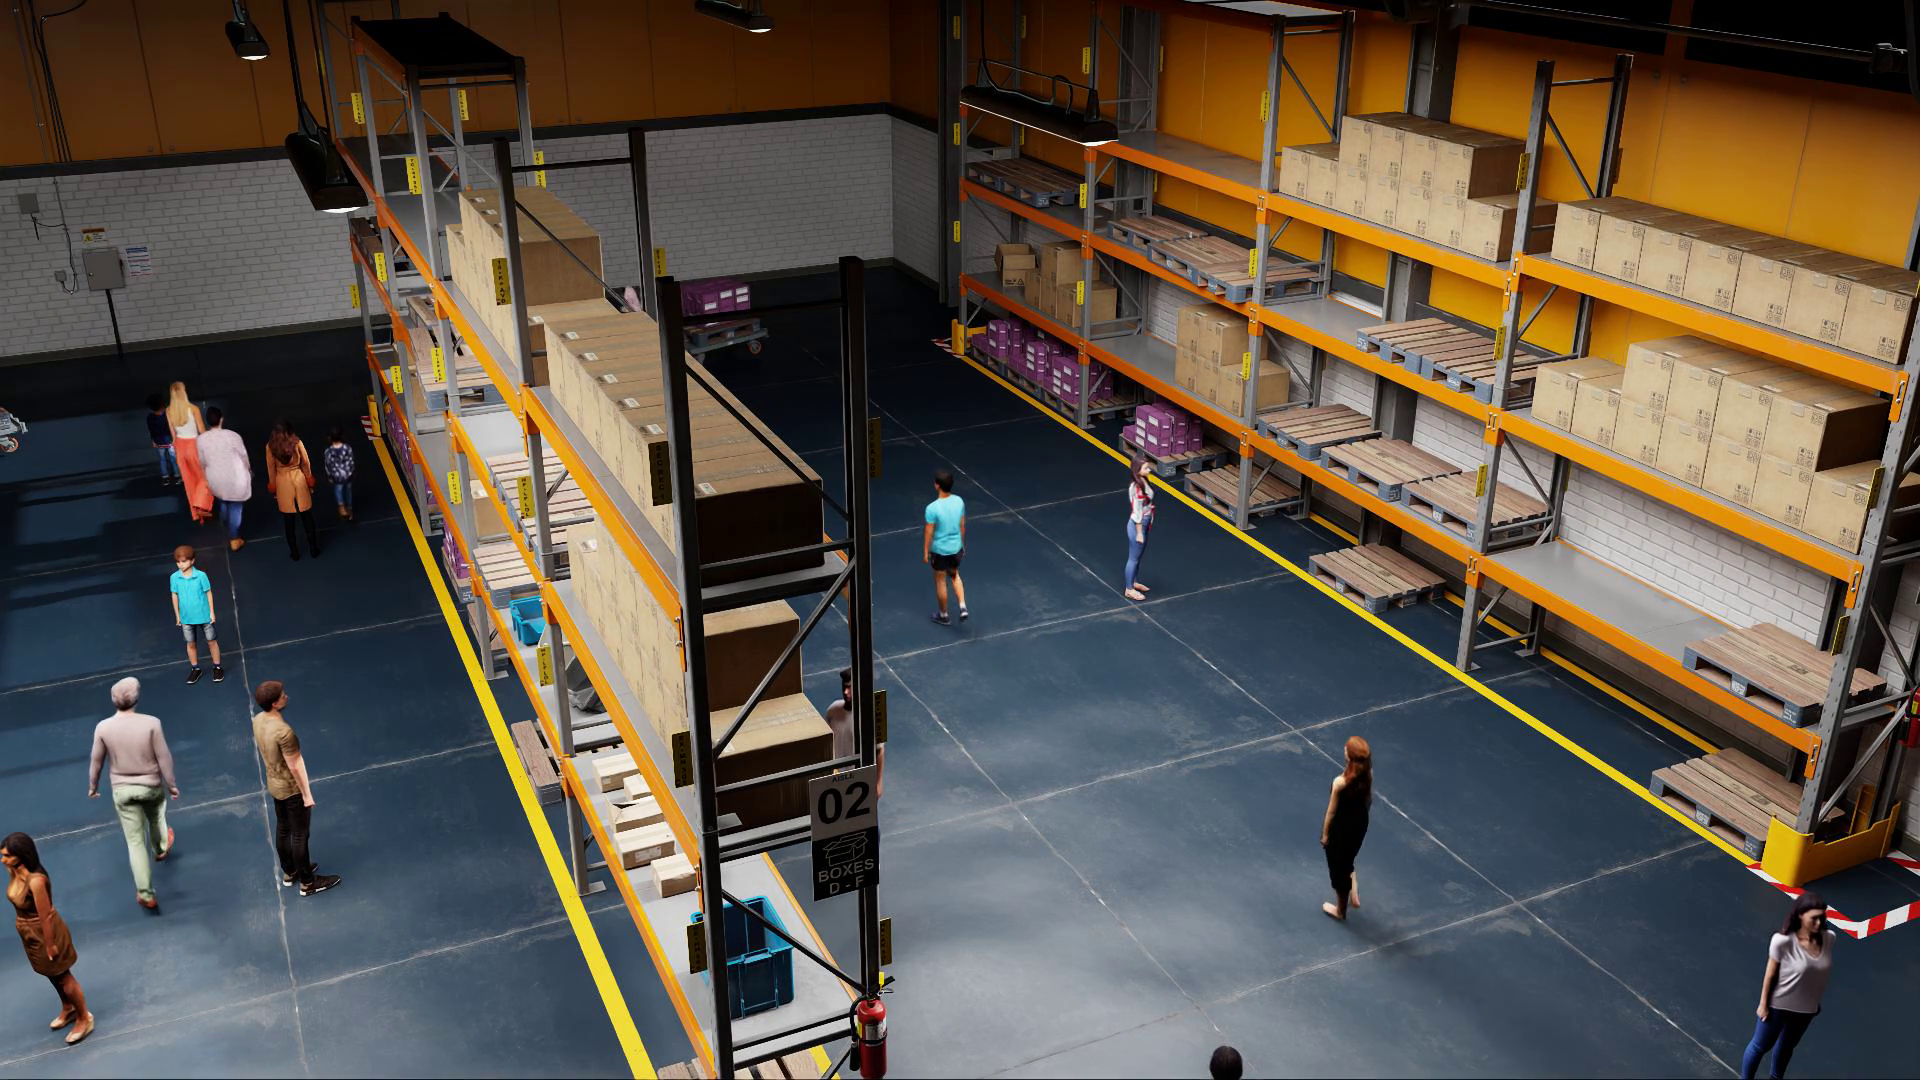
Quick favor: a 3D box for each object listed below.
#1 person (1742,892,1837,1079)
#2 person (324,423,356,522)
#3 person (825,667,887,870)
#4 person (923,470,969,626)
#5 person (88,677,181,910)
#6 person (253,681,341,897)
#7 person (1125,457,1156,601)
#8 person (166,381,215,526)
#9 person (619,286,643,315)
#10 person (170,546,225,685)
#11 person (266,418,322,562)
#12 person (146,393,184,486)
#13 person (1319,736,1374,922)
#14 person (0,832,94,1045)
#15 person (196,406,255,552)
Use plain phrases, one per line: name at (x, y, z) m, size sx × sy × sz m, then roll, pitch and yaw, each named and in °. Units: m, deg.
person at (5.417, 3.027, 10.873) m, size 0.650 × 1.684 × 0.598 m, roll -5°, pitch 24°, yaw -11°
person at (-7.509, -0.812, 20.207) m, size 0.500 × 1.243 × 0.539 m, roll -12°, pitch 27°, yaw -26°
person at (-0.832, 1.861, 13.288) m, size 0.738 × 1.887 × 0.803 m, roll 8°, pitch 25°, yaw 19°
person at (-0.095, 0.123, 17.412) m, size 0.683 × 1.767 × 0.811 m, roll -14°, pitch 27°, yaw -29°
person at (-6.411, 2.024, 13.005) m, size 0.856 × 1.816 × 1.216 m, roll -11°, pitch 26°, yaw -23°
person at (-5.323, 1.942, 13.145) m, size 0.665 × 1.852 × 0.802 m, roll 18°, pitch 29°, yaw 35°
person at (1.953, -0.151, 18.230) m, size 0.721 × 1.614 × 0.653 m, roll 7°, pitch 25°, yaw 16°
person at (-9.283, -1.013, 19.977) m, size 0.809 × 1.795 × 0.863 m, roll 3°, pitch 24°, yaw 7°
person at (-4.772, -2.986, 24.709) m, size 0.771 × 1.620 × 0.670 m, roll -6°, pitch 24°, yaw -13°
person at (-7.560, 0.717, 16.452) m, size 0.569 × 1.449 × 0.560 m, roll -4°, pitch 24°, yaw -8°
person at (-7.671, -0.593, 19.110) m, size 0.700 × 1.721 × 0.598 m, roll -9°, pitch 25°, yaw -19°
person at (-10.220, -1.302, 21.354) m, size 0.571 × 1.222 × 0.570 m, roll -3°, pitch 24°, yaw -8°
person at (3.032, 2.251, 12.730) m, size 0.634 × 1.619 × 0.664 m, roll -15°, pitch 28°, yaw -31°
person at (-6.351, 2.743, 11.526) m, size 0.587 × 1.683 × 0.696 m, roll 17°, pitch 29°, yaw 34°
person at (-8.568, -0.701, 19.357) m, size 0.878 × 1.721 × 0.989 m, roll 0°, pitch 24°, yaw 0°
